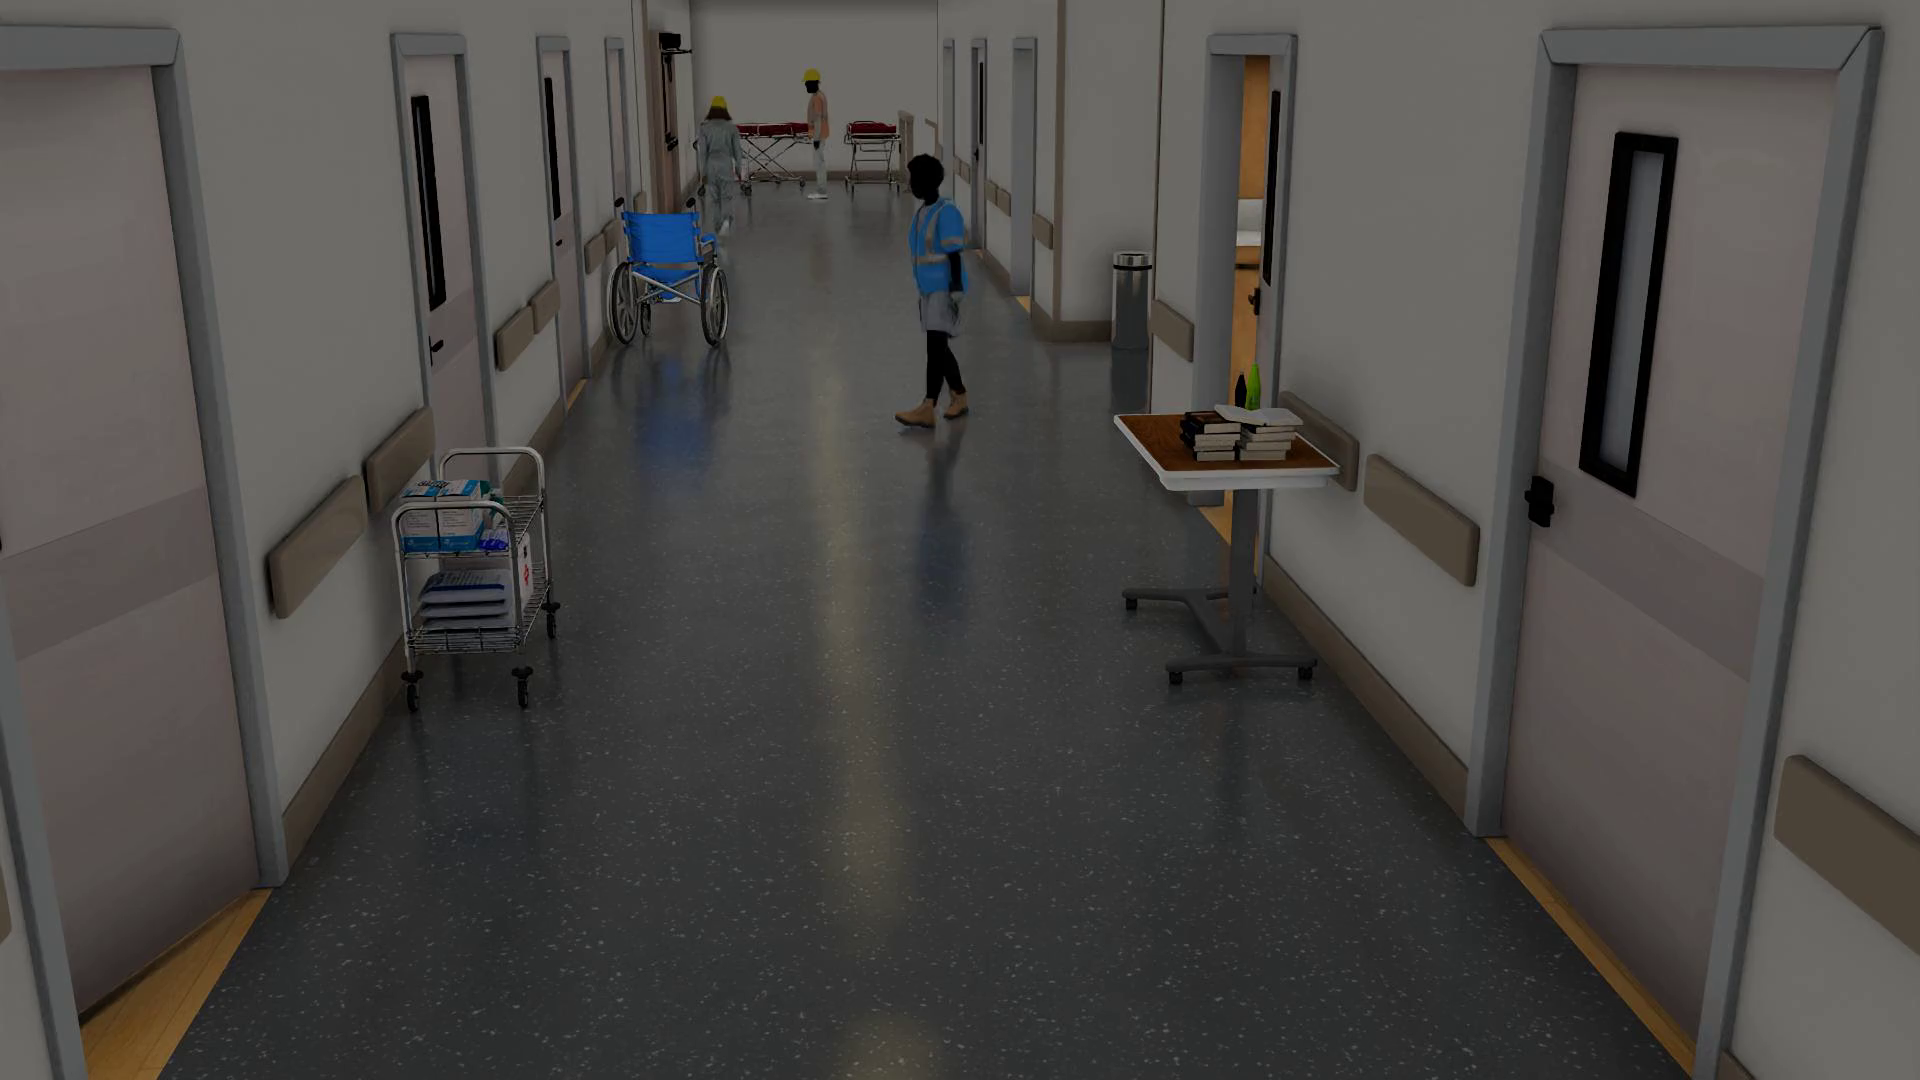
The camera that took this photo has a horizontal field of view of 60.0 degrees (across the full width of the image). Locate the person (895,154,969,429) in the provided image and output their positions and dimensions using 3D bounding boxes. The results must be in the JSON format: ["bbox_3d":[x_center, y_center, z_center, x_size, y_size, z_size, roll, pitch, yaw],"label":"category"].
[{"bbox_3d":[-0.167,-1.537,10.271,0.593,1.635,0.593,-9,19,-28],"label":"person"}]

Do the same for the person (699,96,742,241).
[{"bbox_3d":[-2.825,-4.363,19.622,0.492,1.707,0.675,-2,17,-5],"label":"person"}]

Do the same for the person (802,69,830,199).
[{"bbox_3d":[-2.172,-6.123,25.123,0.401,1.919,0.589,-1,17,-4],"label":"person"}]
